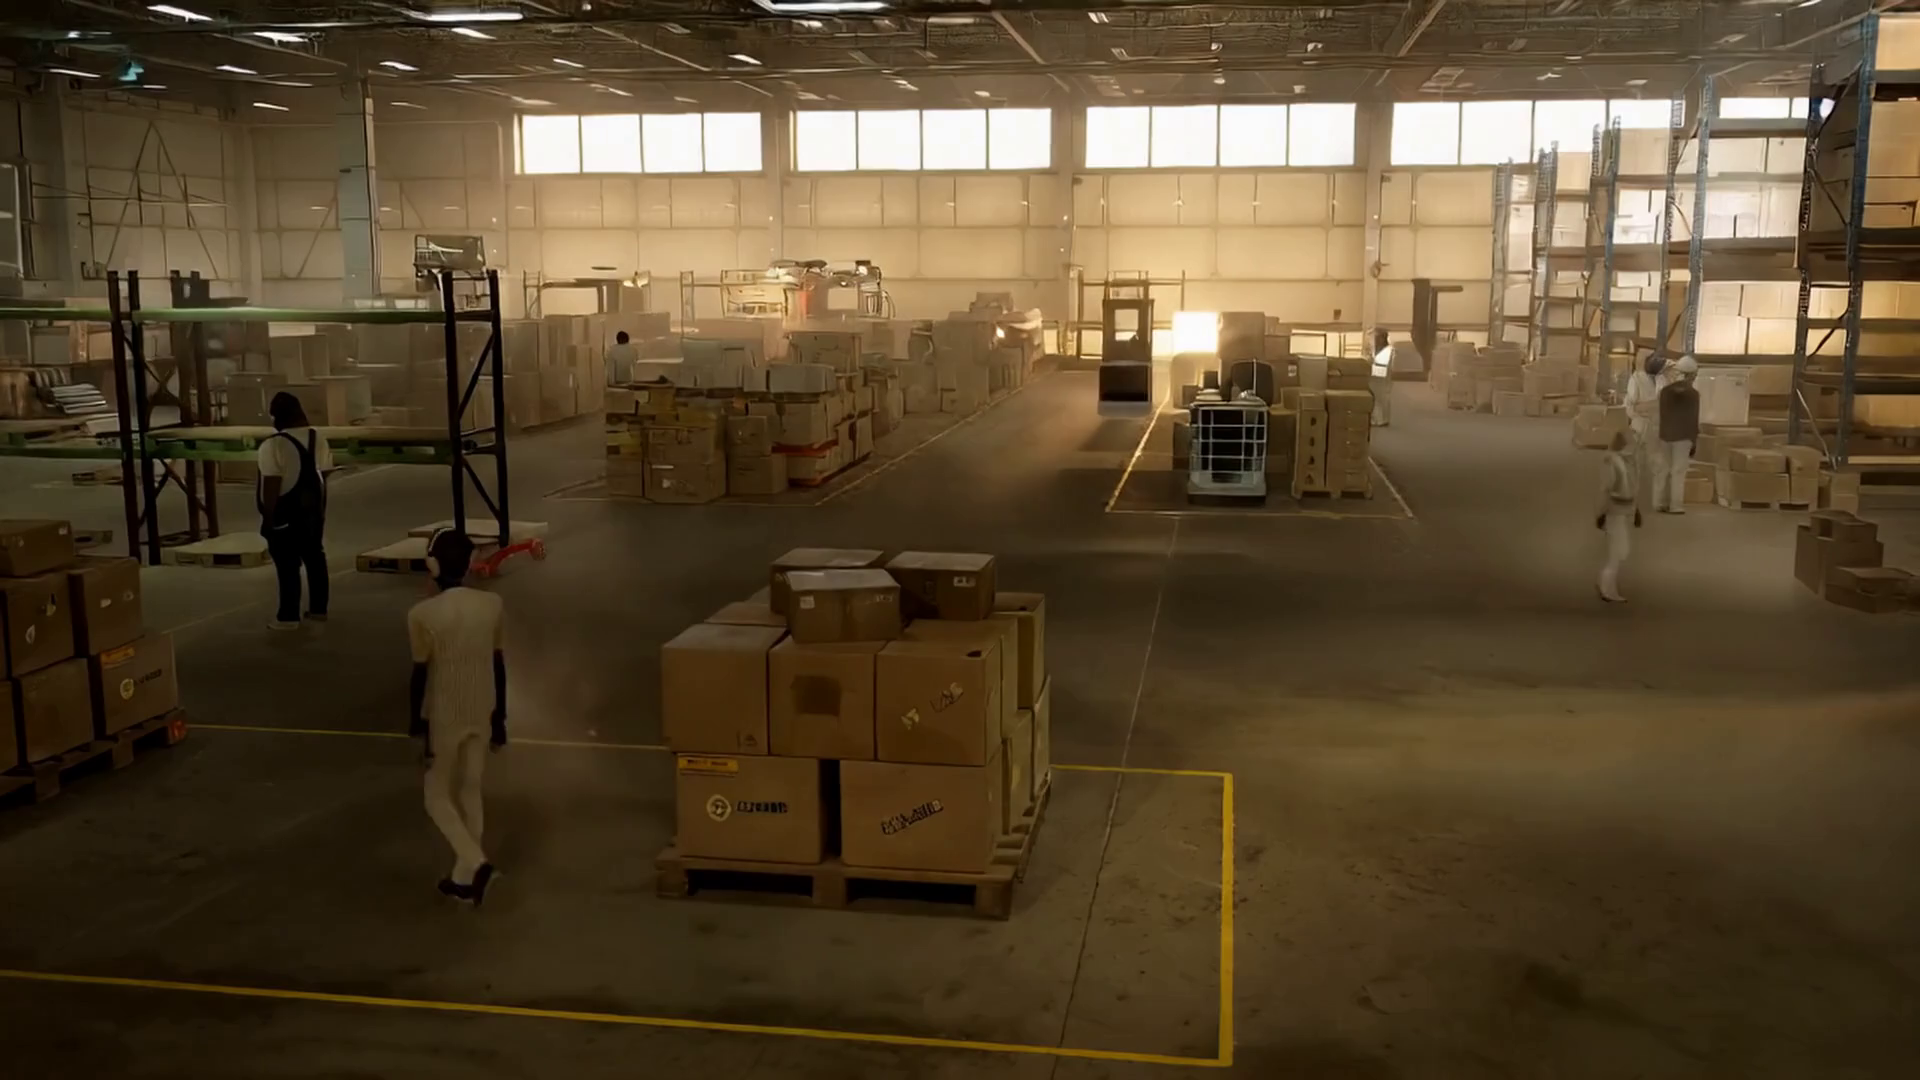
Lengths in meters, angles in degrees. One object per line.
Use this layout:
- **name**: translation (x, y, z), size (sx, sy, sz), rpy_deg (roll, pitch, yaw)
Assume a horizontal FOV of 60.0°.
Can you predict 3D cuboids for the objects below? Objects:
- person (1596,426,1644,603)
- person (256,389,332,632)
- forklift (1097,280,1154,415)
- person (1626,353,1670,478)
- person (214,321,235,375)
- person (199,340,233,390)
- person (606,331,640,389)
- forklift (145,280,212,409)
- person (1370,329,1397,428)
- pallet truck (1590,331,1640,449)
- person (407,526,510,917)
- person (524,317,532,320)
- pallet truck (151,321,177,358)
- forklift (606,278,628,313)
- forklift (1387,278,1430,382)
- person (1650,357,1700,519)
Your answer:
- **person**: translation (6.016, -0.221, 15.107), size (0.543, 1.621, 0.396), rpy_deg (-7, 12, -38)
- **person**: translation (-5.673, -0.253, 14.056), size (0.538, 2.000, 0.684), rpy_deg (4, 10, 24)
- **forklift**: translation (3.525, -4.103, 35.217), size (1.129, 2.768, 1.873), rpy_deg (1, 9, 9)
- **person**: translation (10.027, -1.802, 24.228), size (0.622, 1.844, 0.429), rpy_deg (0, 9, 1)
- **person**: translation (-16.971, -4.108, 38.347), size (1.056, 1.881, 0.649), rpy_deg (-3, 10, -16)
- **person**: translation (-12.425, -2.385, 27.746), size (0.582, 1.861, 0.987), rpy_deg (-7, 12, -38)
- **person**: translation (-6.146, -2.859, 30.443), size (0.635, 1.939, 0.366), rpy_deg (-2, 9, -9)
- **forklift**: translation (-16.778, -4.294, 36.399), size (1.873, 2.768, 1.129), rpy_deg (1, 9, 9)
- **person**: translation (8.192, -3.128, 32.202), size (0.397, 1.911, 0.587), rpy_deg (-5, 10, -28)
- **pallet truck**: translation (11.253, -2.573, 28.499), size (0.823, 1.965, 1.885), rpy_deg (5, 10, 27)
- **person**: translation (-2.326, 0.855, 7.810), size (0.643, 1.853, 0.534), rpy_deg (9, 13, 43)
- **person**: translation (-10.533, -4.462, 40.438), size (0.550, 1.913, 0.866), rpy_deg (2, 9, 10)
- **pallet truck**: translation (-21.869, -5.598, 47.154), size (0.823, 1.965, 1.885), rpy_deg (4, 10, 26)
- **forklift**: translation (-9.360, -5.770, 45.499), size (1.873, 2.768, 1.129), rpy_deg (0, 9, 3)
- **forklift**: translation (12.374, -5.659, 44.818), size (1.873, 2.768, 1.129), rpy_deg (1, 9, 9)
- **person**: translation (8.817, -1.250, 20.404), size (0.411, 1.986, 0.605), rpy_deg (-4, 10, -22)
